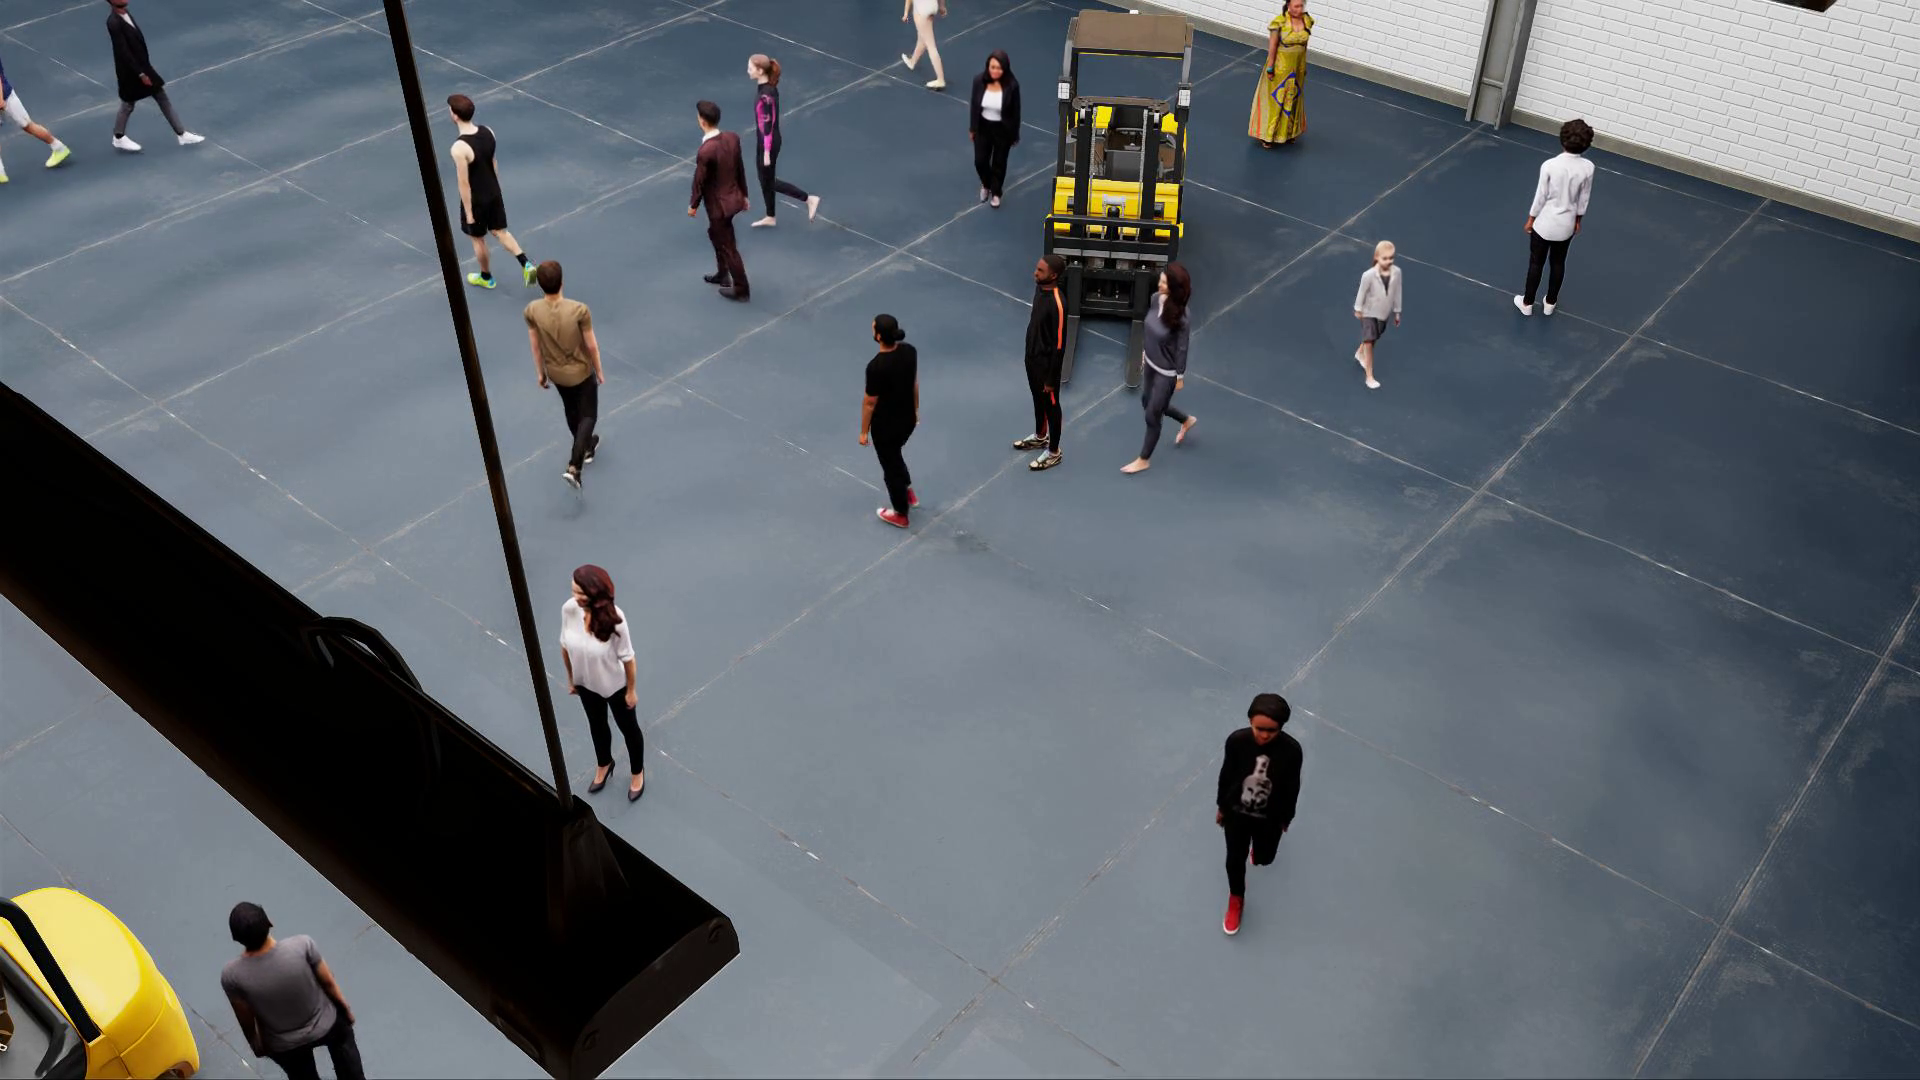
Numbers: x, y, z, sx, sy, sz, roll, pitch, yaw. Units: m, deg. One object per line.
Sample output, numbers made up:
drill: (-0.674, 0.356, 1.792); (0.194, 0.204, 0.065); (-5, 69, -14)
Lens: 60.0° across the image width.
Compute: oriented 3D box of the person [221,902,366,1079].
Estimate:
person: (-3.176, 2.403, 8.038); (0.755, 1.744, 0.797); (-19, 42, -22)

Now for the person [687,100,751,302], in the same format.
person: (-2.021, -2.934, 14.643); (0.890, 1.841, 0.793); (17, 42, 20)

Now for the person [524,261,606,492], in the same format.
person: (-2.946, -1.216, 12.501); (1.164, 1.830, 1.103); (4, 39, 5)

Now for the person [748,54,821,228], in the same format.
person: (-1.721, -3.738, 15.741); (0.981, 1.726, 0.929); (-6, 39, -8)

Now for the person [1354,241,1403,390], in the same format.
person: (3.452, -1.936, 13.873); (0.790, 1.243, 0.926); (-10, 40, -12)

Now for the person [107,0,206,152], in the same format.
person: (-8.571, -4.794, 17.070); (1.226, 1.719, 1.100); (0, 39, 0)

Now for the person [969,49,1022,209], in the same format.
person: (0.346, -4.039, 16.213); (0.756, 1.607, 0.844); (4, 39, 5)

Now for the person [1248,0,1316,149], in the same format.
person: (3.390, -4.910, 17.263); (0.979, 1.659, 0.964); (-16, 41, -19)

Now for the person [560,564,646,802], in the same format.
person: (-2.118, 0.845, 9.948); (0.576, 1.795, 0.730); (13, 40, 16)

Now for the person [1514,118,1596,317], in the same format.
person: (5.195, -2.801, 14.503); (0.687, 1.808, 0.773); (1, 39, 1)

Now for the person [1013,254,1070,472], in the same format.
person: (0.659, -1.384, 12.728); (0.759, 1.808, 0.637); (-14, 41, -16)

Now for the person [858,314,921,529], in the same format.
person: (-0.425, -0.820, 12.072); (0.630, 1.746, 0.669); (22, 44, 25)

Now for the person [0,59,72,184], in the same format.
person: (-9.528, -4.472, 16.600); (1.126, 1.802, 0.778); (23, 44, 26)

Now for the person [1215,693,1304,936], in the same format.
person: (1.655, 1.449, 9.298); (0.925, 1.662, 0.876); (10, 40, 12)

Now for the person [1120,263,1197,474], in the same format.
person: (1.615, -1.342, 12.723); (0.903, 1.750, 1.014); (-19, 42, -22)

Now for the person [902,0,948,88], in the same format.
person: (-0.316, -5.821, 18.451); (1.026, 1.600, 0.655); (27, 46, 30)

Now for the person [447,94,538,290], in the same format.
person: (-4.177, -3.033, 14.738); (1.077, 1.877, 0.811); (18, 42, 21)
